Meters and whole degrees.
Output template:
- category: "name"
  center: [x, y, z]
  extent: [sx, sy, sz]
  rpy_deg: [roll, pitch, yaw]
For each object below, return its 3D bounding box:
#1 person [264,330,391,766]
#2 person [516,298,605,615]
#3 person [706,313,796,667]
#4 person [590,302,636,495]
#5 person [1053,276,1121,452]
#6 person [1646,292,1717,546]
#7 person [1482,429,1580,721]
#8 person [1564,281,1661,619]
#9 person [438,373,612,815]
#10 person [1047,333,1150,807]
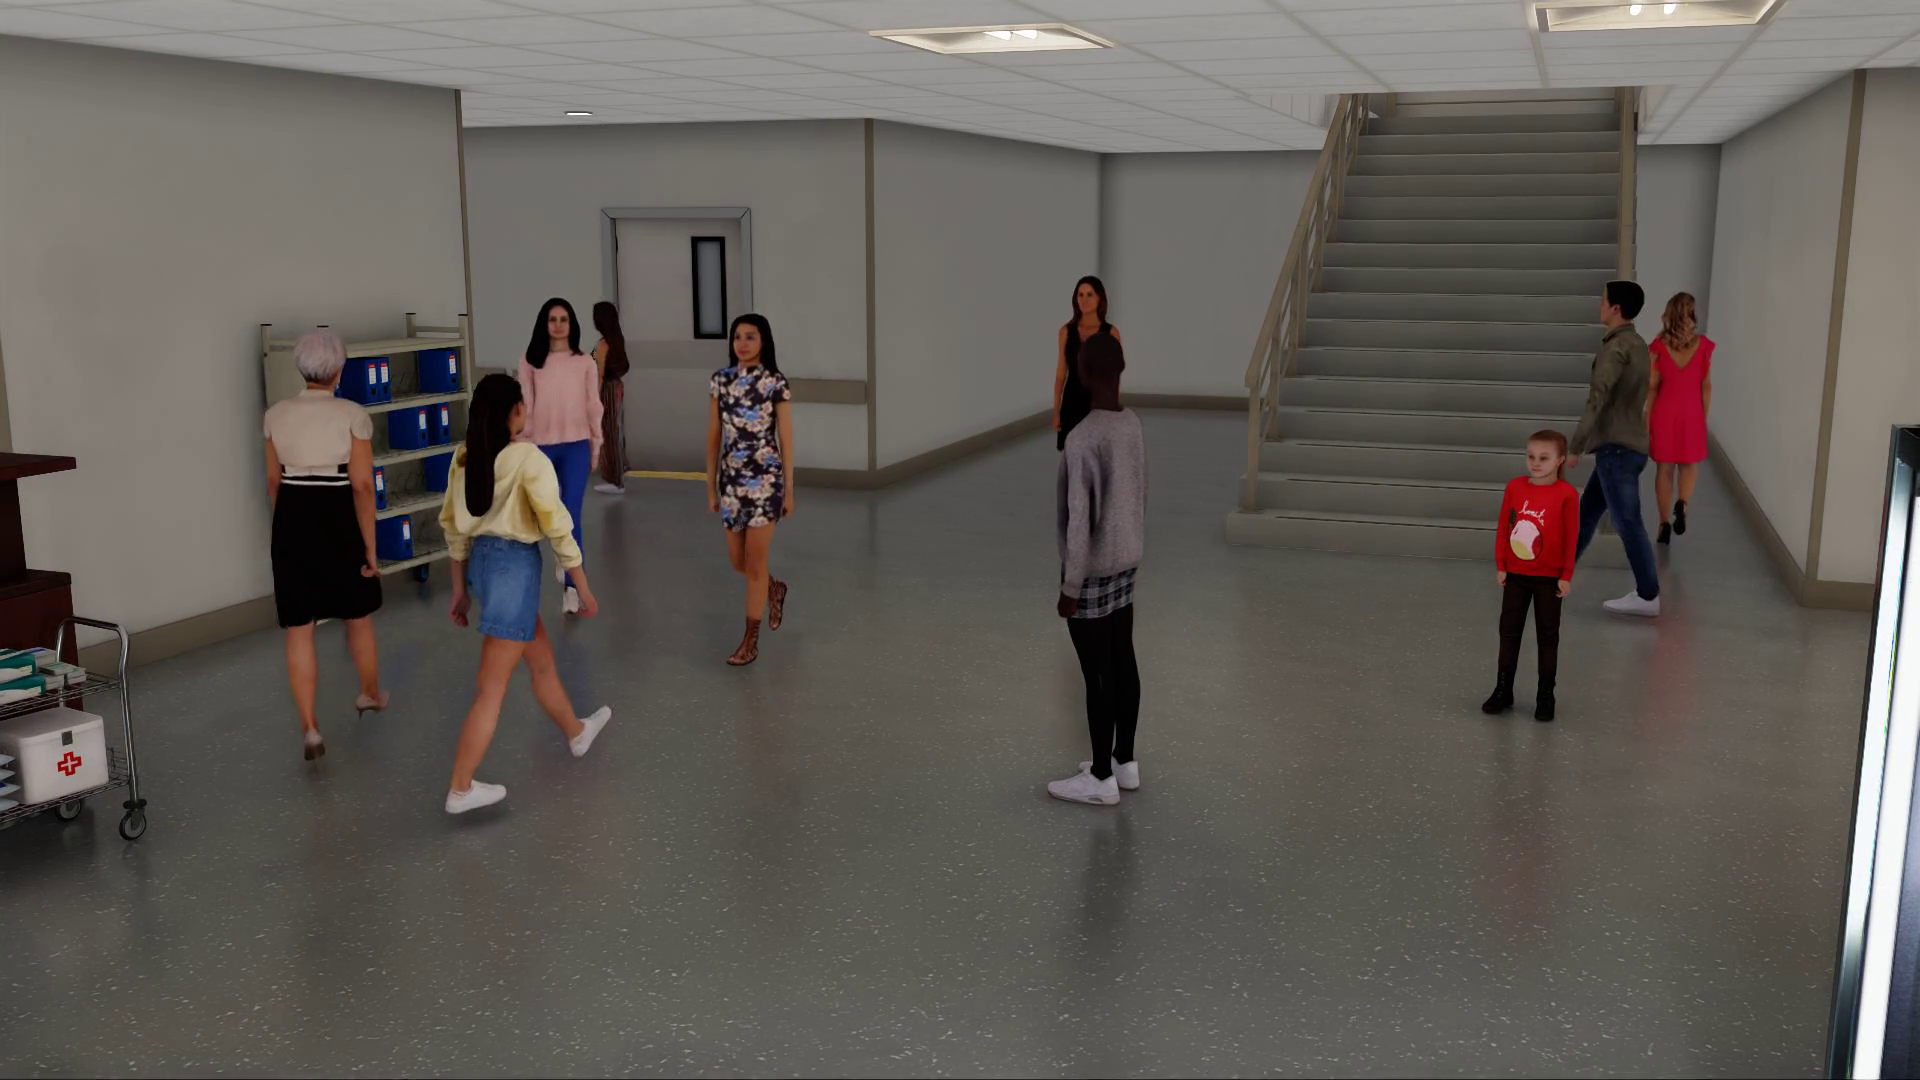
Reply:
- category: "person"
  center: [-2.582, 0.061, 6.665]
  extent: [0.897, 1.711, 1.114]
  rpy_deg: [-1, 11, -7]
- category: "person"
  center: [-2.266, -0.478, 9.408]
  extent: [0.954, 1.747, 1.166]
  rpy_deg: [-1, 11, -7]
- category: "person"
  center: [-1.015, -0.263, 8.354]
  extent: [0.632, 1.717, 1.008]
  rpy_deg: [3, 11, 16]
- category: "person"
  center: [-2.760, -1.147, 13.435]
  extent: [0.681, 1.560, 0.603]
  rpy_deg: [2, 11, 10]
- category: "person"
  center: [0.844, -0.769, 10.778]
  extent: [0.568, 1.807, 1.089]
  rpy_deg: [4, 11, 19]
- category: "person"
  center: [4.806, -0.787, 11.125]
  extent: [0.570, 1.714, 0.807]
  rpy_deg: [4, 11, 19]
- category: "person"
  center: [2.552, 0.142, 7.388]
  extent: [0.533, 1.281, 0.546]
  rpy_deg: [7, 13, 31]
- category: "person"
  center: [3.687, -0.459, 9.091]
  extent: [0.963, 1.826, 1.118]
  rpy_deg: [7, 13, 34]
- category: "person"
  center: [-1.729, 0.233, 6.132]
  extent: [0.836, 1.571, 1.201]
  rpy_deg: [7, 13, 32]
- category: "person"
  center: [0.549, 0.107, 6.255]
  extent: [0.725, 1.772, 0.561]
  rpy_deg: [7, 13, 34]
